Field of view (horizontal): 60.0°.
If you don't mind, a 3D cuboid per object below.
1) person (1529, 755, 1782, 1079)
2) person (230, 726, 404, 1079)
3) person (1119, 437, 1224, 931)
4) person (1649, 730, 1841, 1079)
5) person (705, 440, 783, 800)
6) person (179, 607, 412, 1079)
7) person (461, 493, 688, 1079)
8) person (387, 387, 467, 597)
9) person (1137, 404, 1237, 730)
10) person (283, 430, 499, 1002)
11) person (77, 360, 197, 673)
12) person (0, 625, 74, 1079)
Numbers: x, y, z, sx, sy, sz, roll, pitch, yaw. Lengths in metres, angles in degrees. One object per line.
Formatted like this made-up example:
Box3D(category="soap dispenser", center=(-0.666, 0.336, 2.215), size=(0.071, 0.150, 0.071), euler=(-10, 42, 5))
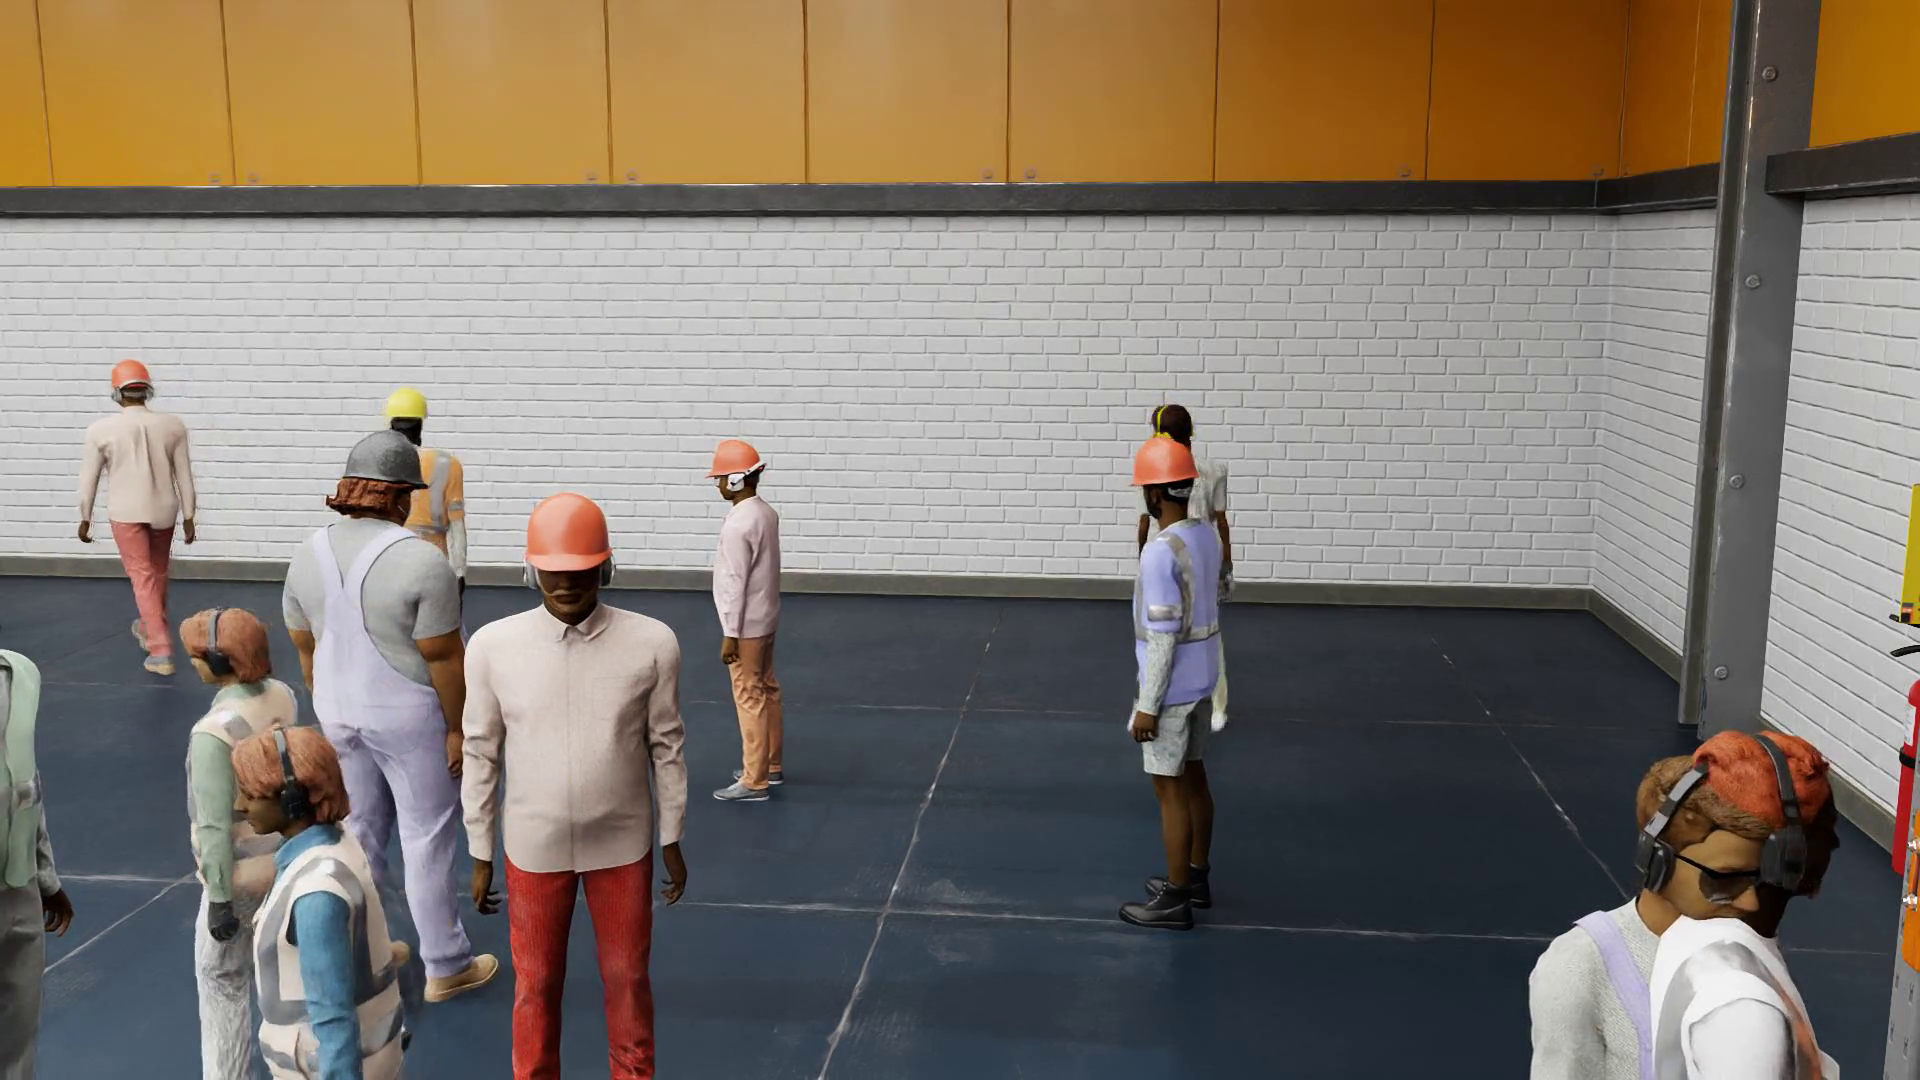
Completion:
Box3D(category="person", center=(1.181, 1.248, 2.840), size=(0.515, 1.839, 0.333), euler=(-5, 11, -24))
Box3D(category="person", center=(-1.433, 1.202, 3.731), size=(0.408, 1.624, 0.538), euler=(-3, 10, -17))
Box3D(category="person", center=(0.812, 0.561, 6.513), size=(0.382, 1.930, 0.547), euler=(6, 11, 30))
Box3D(category="person", center=(1.256, 1.237, 2.784), size=(0.357, 1.882, 0.573), euler=(2, 10, 12))
Box3D(category="person", center=(-1.052, 0.383, 8.067), size=(0.345, 1.743, 0.566), euler=(1, 10, 8))
Box3D(category="person", center=(-2.055, 0.989, 4.974), size=(0.628, 1.622, 0.526), euler=(0, 10, 3))
Box3D(category="person", center=(-1.073, 0.851, 4.674), size=(0.622, 1.992, 0.387), euler=(-2, 10, -13))
Box3D(category="person", center=(-2.988, 0.123, 9.083), size=(0.589, 1.911, 0.490), euler=(-2, 10, -11))
Box3D(category="person", center=(1.241, 0.168, 9.102), size=(0.564, 1.826, 0.549), euler=(2, 10, 13))
Box3D(category="person", center=(-1.989, 0.610, 5.922), size=(0.678, 2.000, 0.537), euler=(4, 11, 20))
Box3D(category="person", center=(-5.270, -0.168, 10.619), size=(0.636, 1.941, 1.000), euler=(-10, 14, -44))
Box3D(category="person", center=(-2.573, 0.949, 4.329), size=(0.383, 1.918, 0.597), euler=(1, 10, 7))
